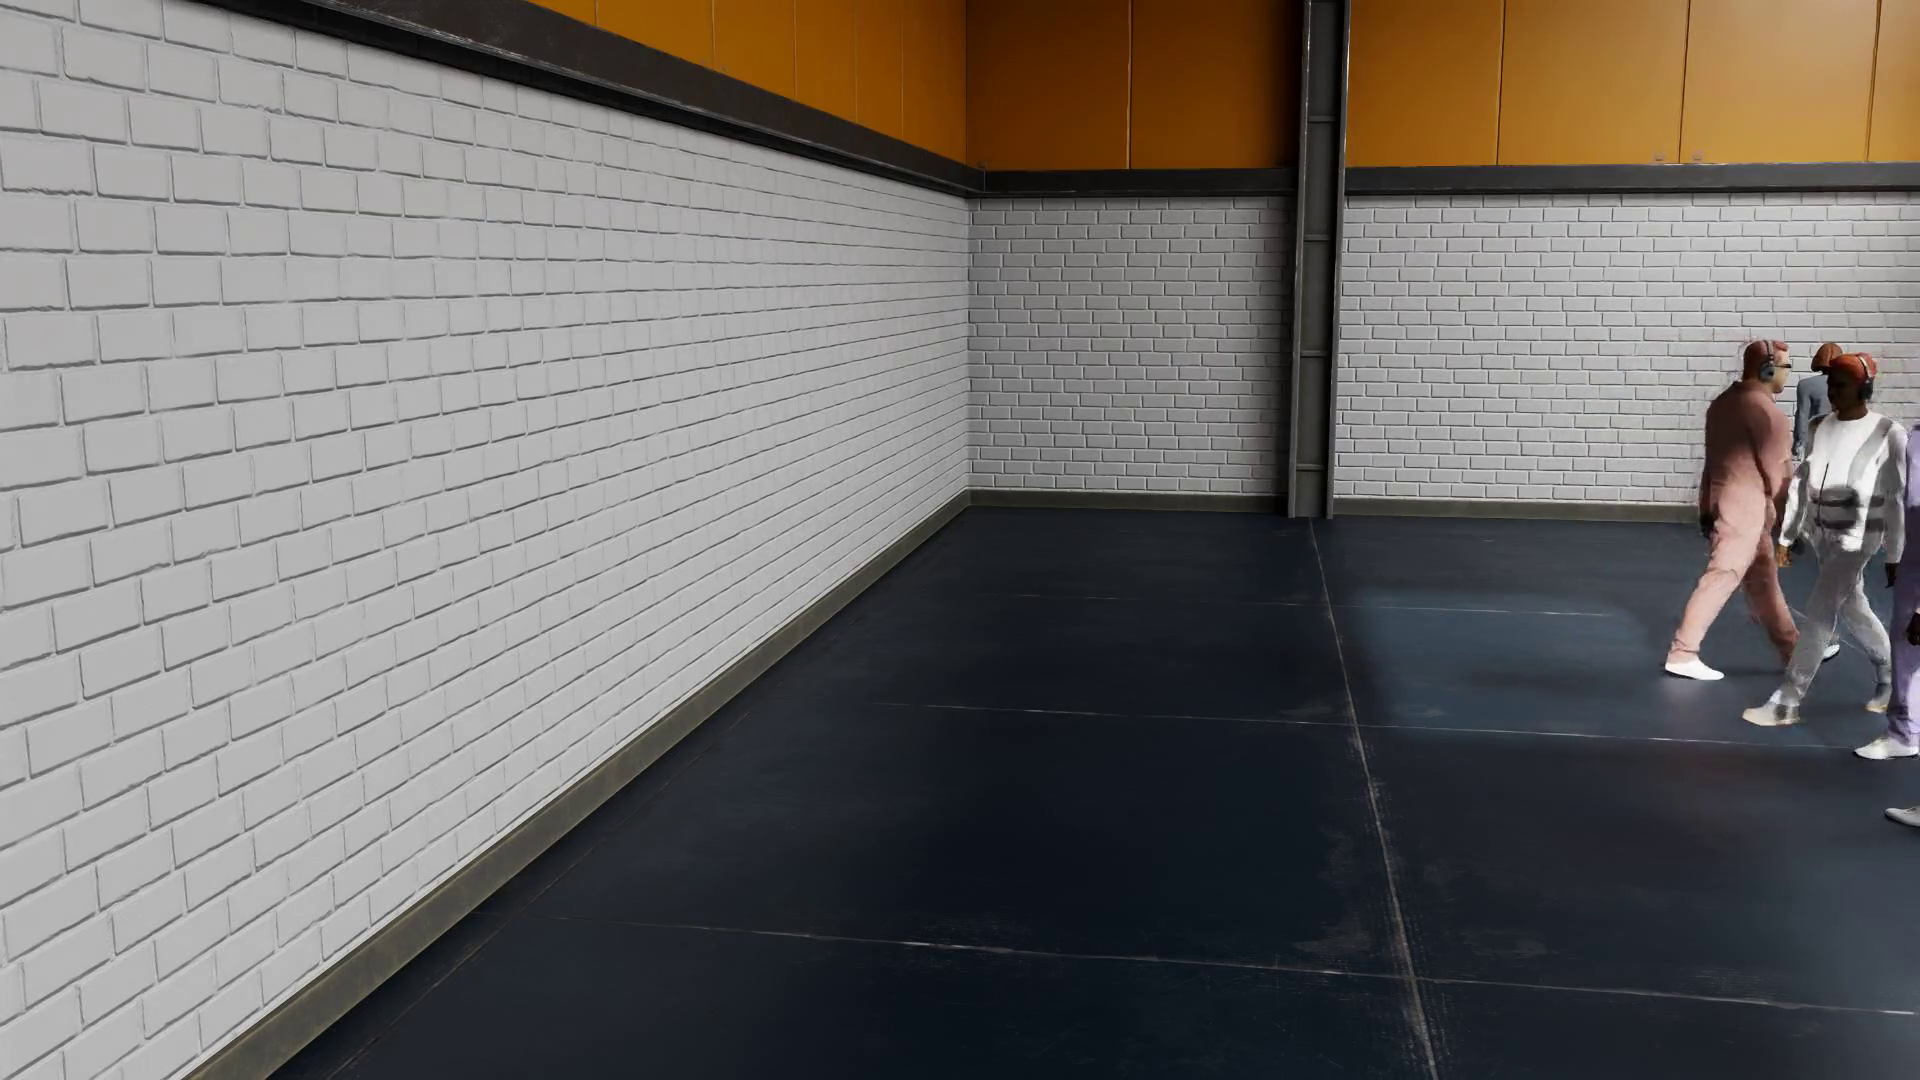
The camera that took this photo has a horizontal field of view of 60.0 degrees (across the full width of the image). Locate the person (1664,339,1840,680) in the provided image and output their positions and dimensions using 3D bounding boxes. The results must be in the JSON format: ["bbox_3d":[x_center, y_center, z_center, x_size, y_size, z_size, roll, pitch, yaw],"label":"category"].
[{"bbox_3d":[4.320,-0.145,8.959,0.999,1.851,0.675,1,9,4],"label":"person"}]

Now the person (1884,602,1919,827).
[{"bbox_3d":[3.972,0.202,6.577,0.585,1.928,0.378,-5,10,-28],"label":"person"}]

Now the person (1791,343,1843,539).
[{"bbox_3d":[7.154,-0.812,13.779,0.498,1.633,0.285,1,9,4],"label":"person"}]

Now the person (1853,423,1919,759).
[{"bbox_3d":[4.543,0.084,7.486,0.811,1.880,0.663,-2,9,-14],"label":"person"}]

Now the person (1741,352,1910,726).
[{"bbox_3d":[4.388,-0.010,8.204,1.038,1.838,0.584,-2,9,-13],"label":"person"}]
